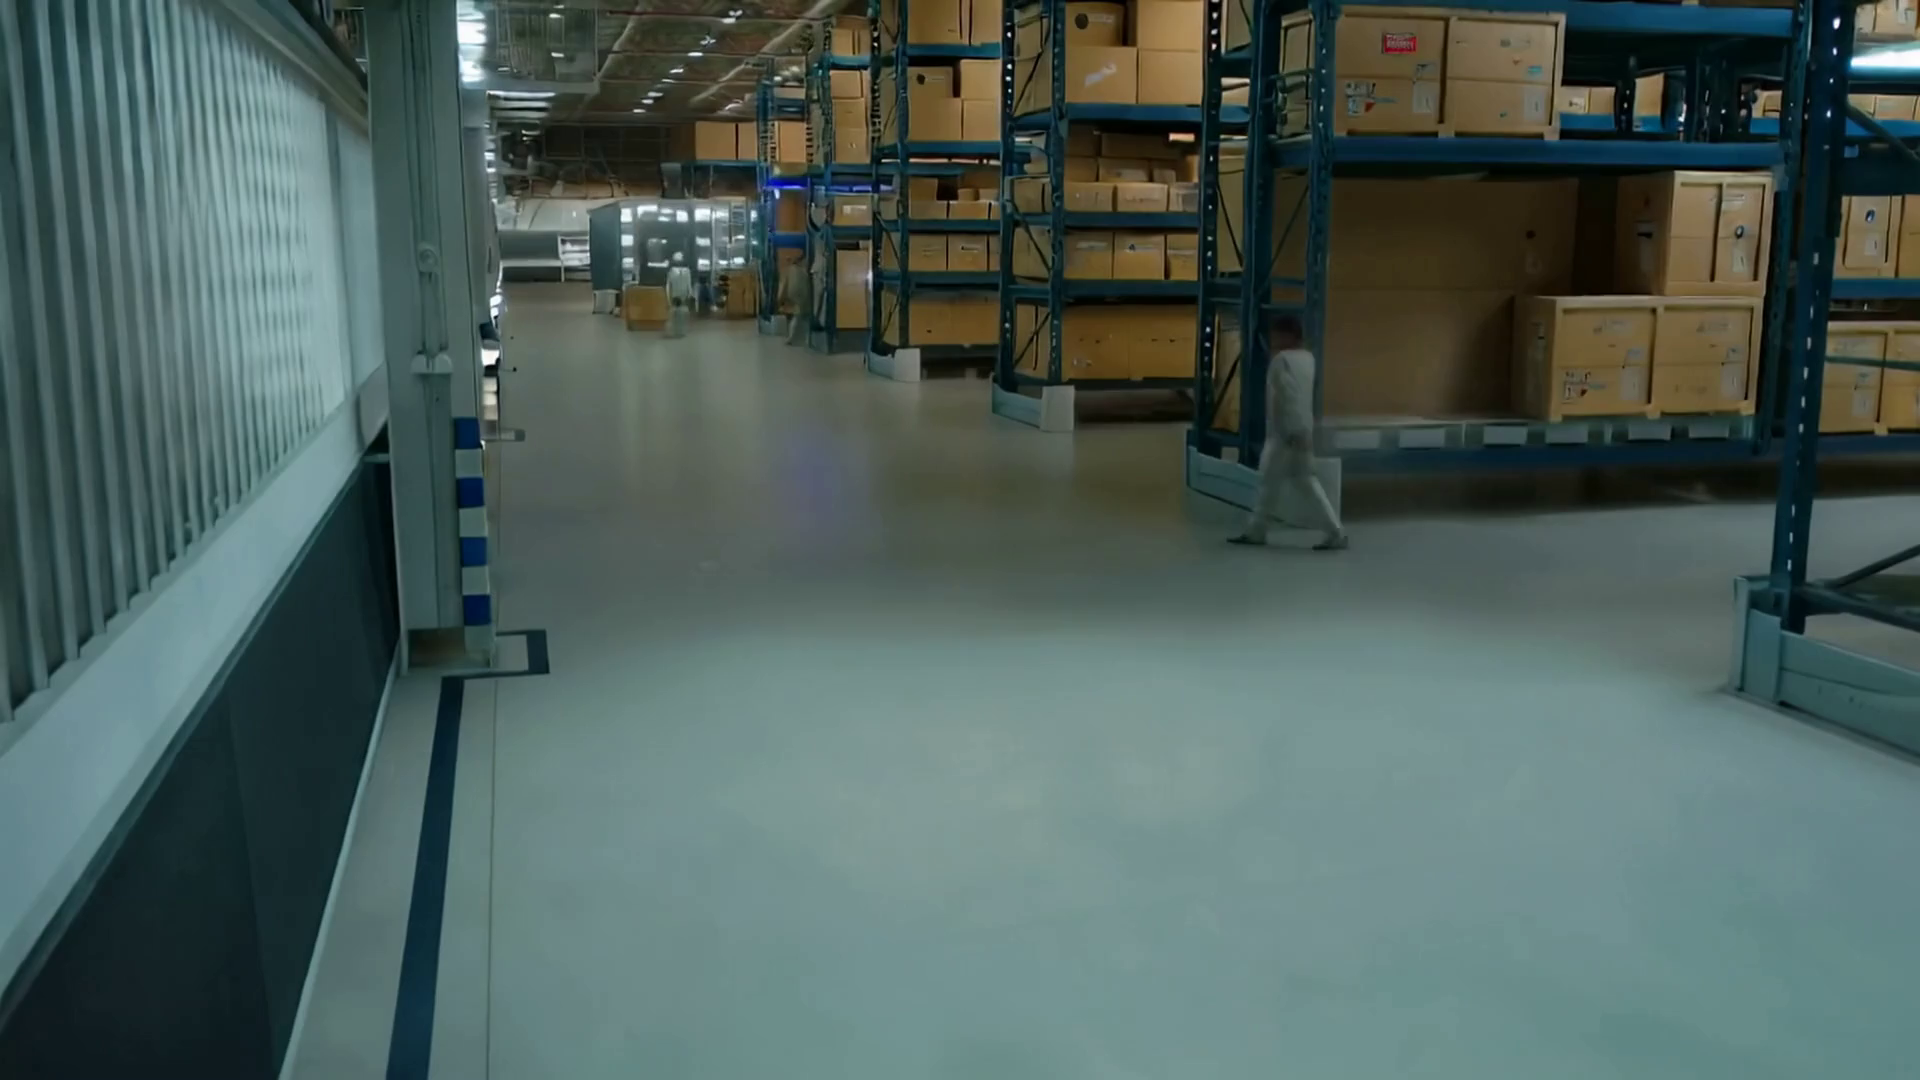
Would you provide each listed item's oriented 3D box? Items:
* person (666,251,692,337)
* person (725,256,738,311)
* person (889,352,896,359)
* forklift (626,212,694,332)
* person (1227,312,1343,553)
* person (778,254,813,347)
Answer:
[{"bbox_3d":[-6.256,-5.481,37.146,0.569,1.908,0.736,-5,11,-27],"label":"person"},{"bbox_3d":[-6.575,-7.324,48.095,0.480,1.732,0.349,6,12,32],"label":"person"},{"bbox_3d":[-0.980,-4.081,29.242,0.641,1.912,0.573,-5,11,-25],"label":"person"},{"bbox_3d":[-7.165,-6.375,39.472,1.129,2.768,1.873,1,10,7],"label":"forklift"},{"bbox_3d":[2.215,-0.700,11.021,0.809,1.610,0.531,9,13,41],"label":"person"},{"bbox_3d":[-3.254,-4.832,33.627,0.809,1.865,0.759,-9,14,-42],"label":"person"}]
